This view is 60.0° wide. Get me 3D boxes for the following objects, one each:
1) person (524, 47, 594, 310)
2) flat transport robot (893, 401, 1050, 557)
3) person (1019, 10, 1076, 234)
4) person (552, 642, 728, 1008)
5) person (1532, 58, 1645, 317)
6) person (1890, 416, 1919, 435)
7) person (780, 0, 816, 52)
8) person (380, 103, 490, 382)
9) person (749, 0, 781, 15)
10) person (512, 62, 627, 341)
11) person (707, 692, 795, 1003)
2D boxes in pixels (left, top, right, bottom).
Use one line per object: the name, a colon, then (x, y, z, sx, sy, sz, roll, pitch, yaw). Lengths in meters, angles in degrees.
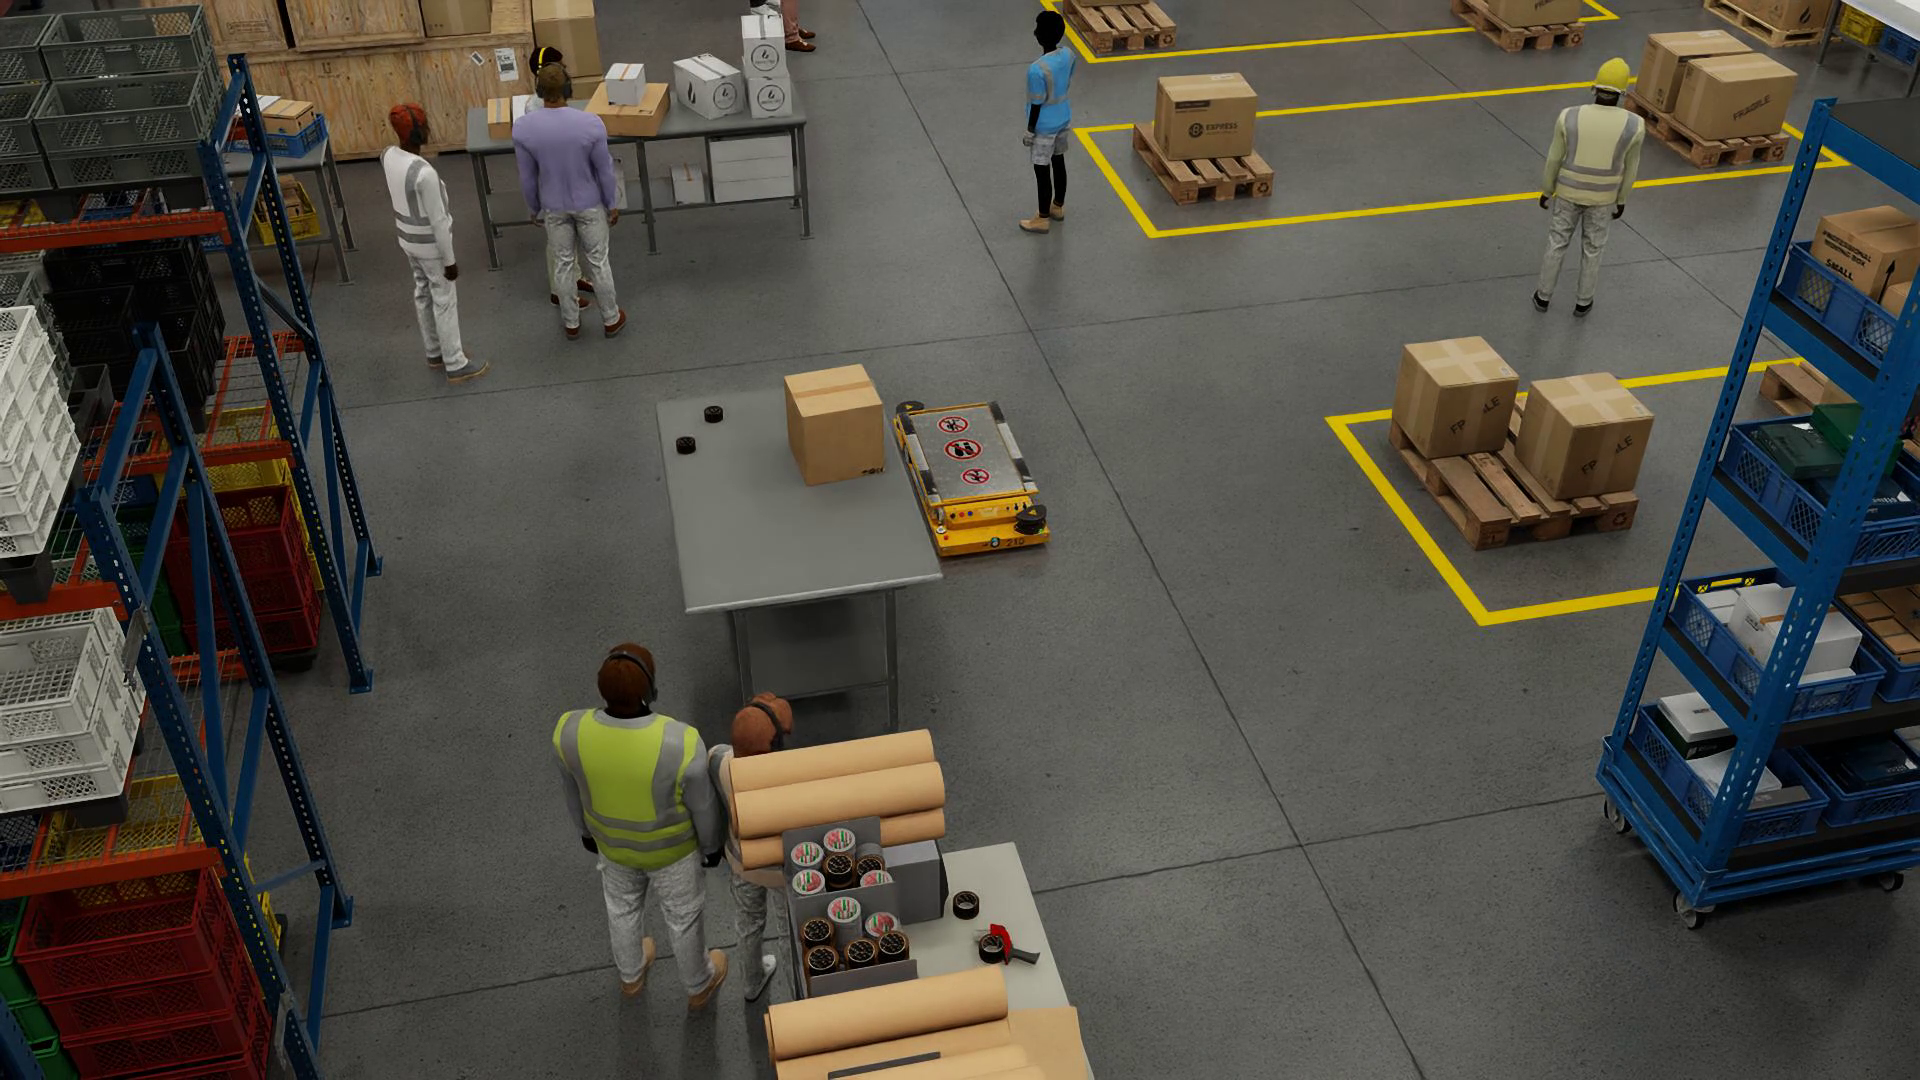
person: (-2.785, -2.518, 11.597, 0.336, 1.866, 0.514, 7, 37, 9)
flat transport robot: (0.046, -0.430, 10.108, 0.652, 0.197, 1.431, -8, 37, -10)
person: (0.660, -3.160, 12.591, 0.318, 1.697, 0.535, 21, 42, 26)
person: (-1.244, 1.168, 6.665, 0.631, 1.836, 0.429, 7, 37, 9)
person: (4.321, -2.418, 11.480, 0.591, 1.834, 0.404, 13, 39, 17)
person: (4.247, 0.107, 7.955, 0.384, 1.993, 0.609, 9, 38, 12)
person: (-1.579, -5.624, 15.726, 0.408, 1.912, 0.641, -2, 37, -3)
person: (-3.431, -1.913, 10.768, 0.357, 1.880, 0.563, -29, 46, -33)
person: (-1.992, -6.207, 16.504, 0.372, 1.916, 0.597, 7, 37, 9)
person: (-2.604, -2.246, 11.168, 0.627, 1.934, 0.371, -2, 37, -3)
person: (-0.756, 1.285, 6.665, 0.523, 1.636, 0.310, 17, 40, 21)
